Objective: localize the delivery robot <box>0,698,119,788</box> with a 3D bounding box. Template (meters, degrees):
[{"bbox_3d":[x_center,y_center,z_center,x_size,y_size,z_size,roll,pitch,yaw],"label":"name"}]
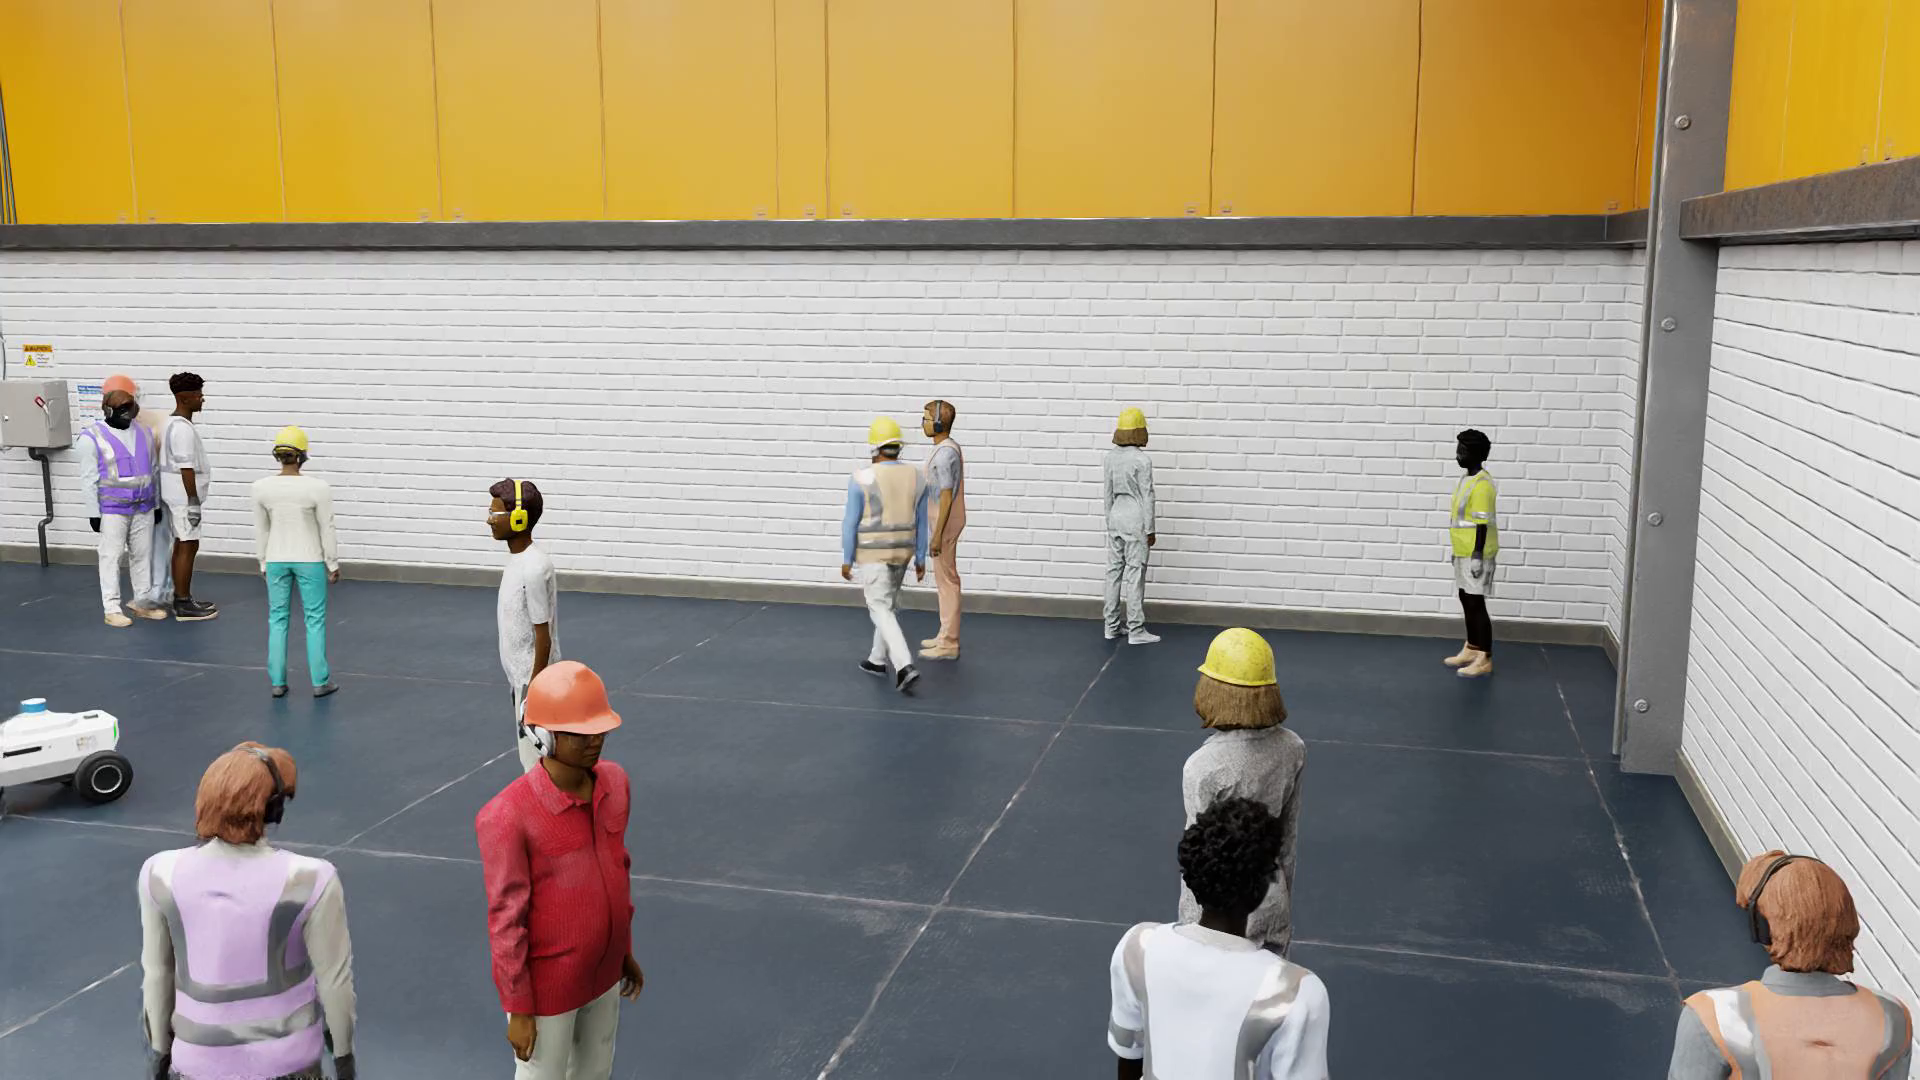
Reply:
[{"bbox_3d":[-4.765,1.064,8.600,0.477,0.478,0.707,9,13,44],"label":"delivery robot"}]

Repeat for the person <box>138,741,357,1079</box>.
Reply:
[{"bbox_3d":[-1.811,1.316,4.254,0.534,1.621,0.516,-1,10,-3],"label":"person"}]

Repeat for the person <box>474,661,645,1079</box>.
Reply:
[{"bbox_3d":[-1.066,1.189,4.612,0.335,1.753,0.563,5,11,27],"label":"person"}]

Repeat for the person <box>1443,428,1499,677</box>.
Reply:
[{"bbox_3d":[3.484,0.085,11.309,0.320,1.691,0.533,1,10,4],"label":"person"}]

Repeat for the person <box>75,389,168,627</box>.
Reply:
[{"bbox_3d":[-6.462,-0.251,12.874,0.430,1.835,0.628,5,11,28],"label":"person"}]

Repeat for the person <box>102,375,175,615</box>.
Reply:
[{"bbox_3d":[-6.465,-0.359,13.251,0.649,1.920,0.868,-1,10,-6],"label":"person"}]

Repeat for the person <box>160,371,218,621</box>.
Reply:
[{"bbox_3d":[-6.074,-0.347,13.077,0.381,1.958,0.606,-6,11,-30],"label":"person"}]

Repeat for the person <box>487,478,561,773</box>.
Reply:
[{"bbox_3d":[-1.943,0.654,7.428,0.328,1.871,0.520,-4,10,-20],"label":"person"}]

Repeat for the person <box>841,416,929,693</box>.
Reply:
[{"bbox_3d":[-0.470,0.089,10.982,0.597,1.806,0.869,-7,12,-35],"label":"person"}]

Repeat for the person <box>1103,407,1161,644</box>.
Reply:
[{"bbox_3d":[1.262,-0.108,12.280,0.288,1.746,0.487,-8,12,-39],"label":"person"}]

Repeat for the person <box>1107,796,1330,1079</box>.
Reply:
[{"bbox_3d":[0.556,1.389,3.626,0.541,1.695,0.320,8,12,39],"label":"person"}]

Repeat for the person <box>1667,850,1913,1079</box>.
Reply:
[{"bbox_3d":[1.691,1.447,3.461,0.527,1.631,0.321,-1,10,-7],"label":"person"}]

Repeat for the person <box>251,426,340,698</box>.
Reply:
[{"bbox_3d":[-4.280,0.143,10.763,0.523,1.760,0.336,0,10,0],"label":"person"}]

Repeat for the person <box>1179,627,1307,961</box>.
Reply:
[{"bbox_3d":[0.827,1.122,5.045,0.487,1.744,0.294,-8,13,-39],"label":"person"}]

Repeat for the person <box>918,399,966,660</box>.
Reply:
[{"bbox_3d":[-0.131,-0.073,11.775,0.344,1.847,0.505,1,10,5],"label":"person"}]
